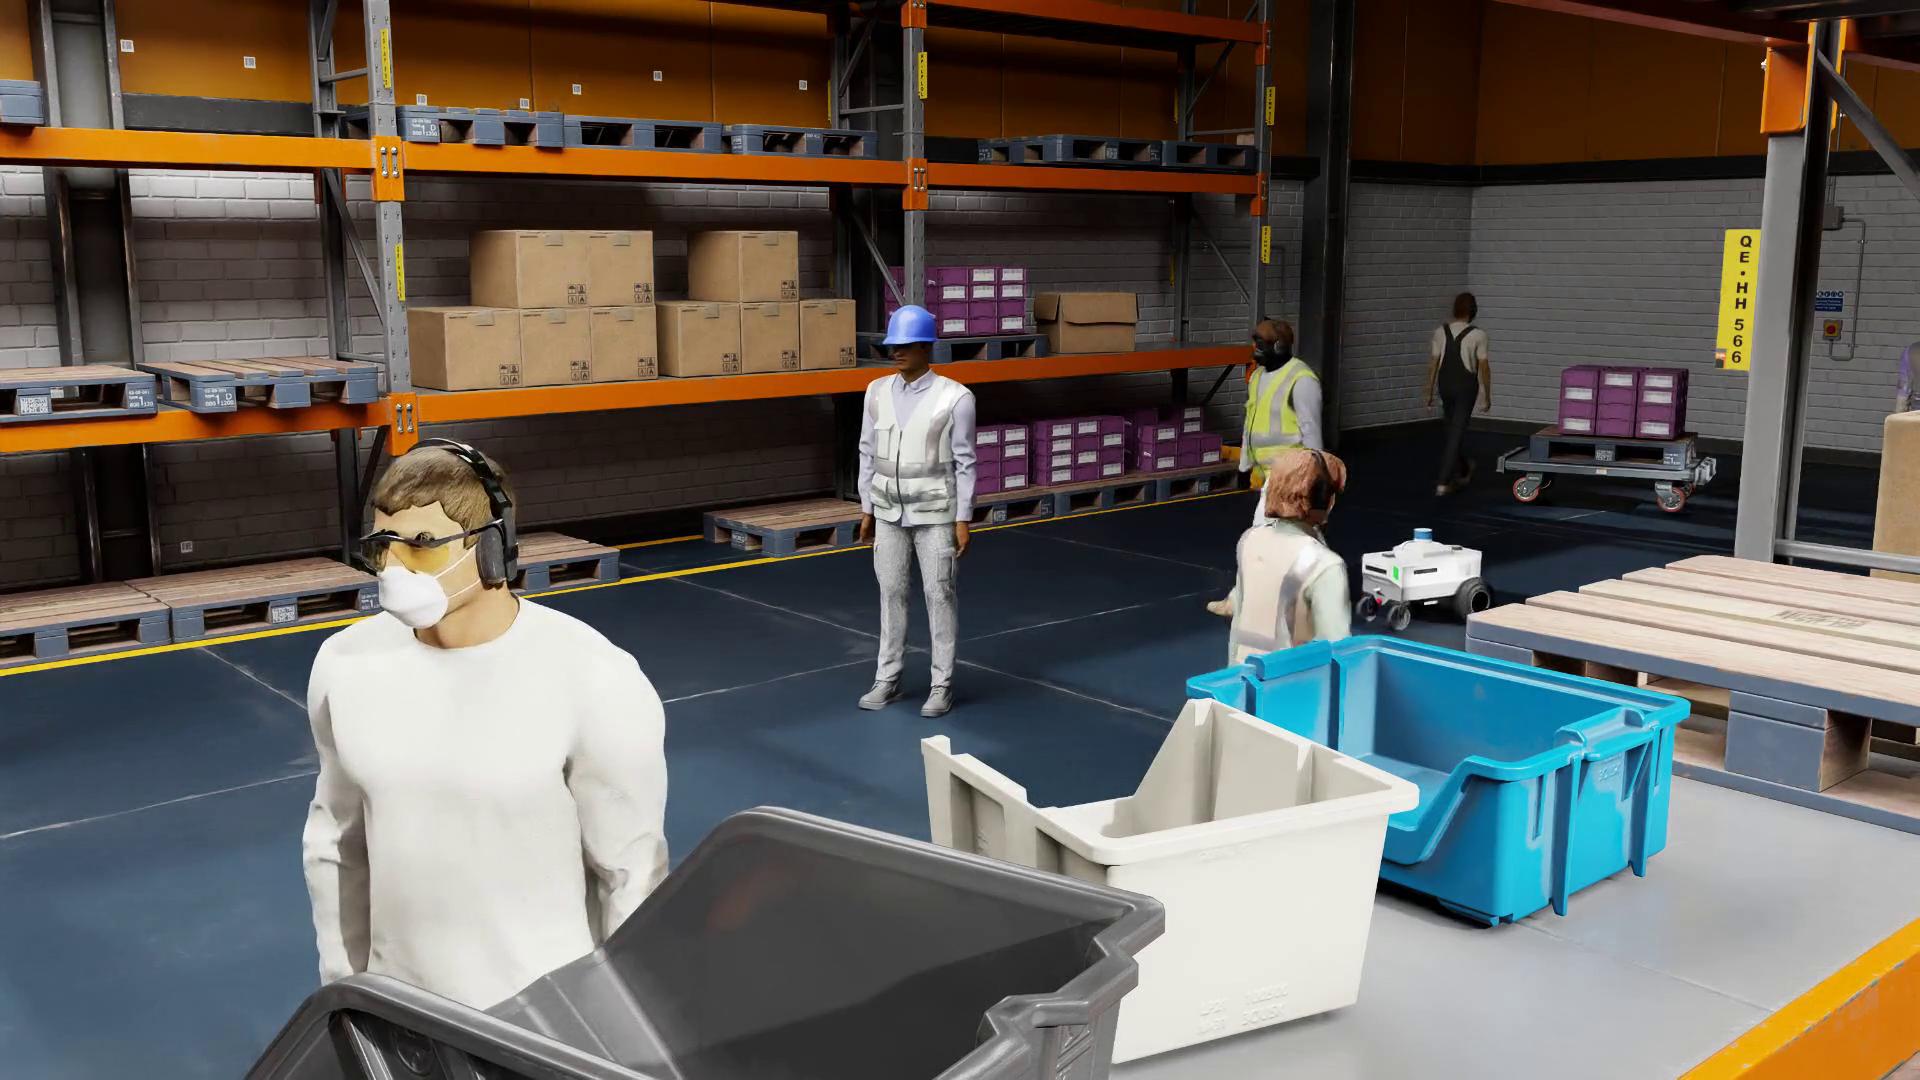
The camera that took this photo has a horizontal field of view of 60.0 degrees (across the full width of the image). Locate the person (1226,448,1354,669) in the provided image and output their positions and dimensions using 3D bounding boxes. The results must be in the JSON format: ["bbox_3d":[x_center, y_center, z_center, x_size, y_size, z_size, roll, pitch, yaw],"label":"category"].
[{"bbox_3d":[1.024,0.528,5.089,0.424,1.617,0.550,-4,11,-20],"label":"person"}]

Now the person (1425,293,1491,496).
[{"bbox_3d":[4.518,-1.317,14.962,0.527,1.785,1.001,9,14,41],"label":"person"}]

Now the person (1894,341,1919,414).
[{"bbox_3d":[6.602,-0.708,11.171,0.593,1.925,0.384,8,13,37],"label":"person"}]

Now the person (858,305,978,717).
[{"bbox_3d":[-0.212,-0.133,7.892,0.603,1.949,0.397,5,11,26],"label":"person"}]

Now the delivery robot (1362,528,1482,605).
[{"bbox_3d":[2.724,0.173,9.818,0.707,0.478,0.477,-5,11,-27],"label":"delivery robot"}]

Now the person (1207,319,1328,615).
[{"bbox_3d":[1.987,-0.446,10.110,0.969,1.793,0.634,-3,10,-15],"label":"person"}]

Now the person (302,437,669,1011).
[{"bbox_3d":[-0.780,0.791,2.744,0.635,1.937,0.353,3,11,16],"label":"person"}]
